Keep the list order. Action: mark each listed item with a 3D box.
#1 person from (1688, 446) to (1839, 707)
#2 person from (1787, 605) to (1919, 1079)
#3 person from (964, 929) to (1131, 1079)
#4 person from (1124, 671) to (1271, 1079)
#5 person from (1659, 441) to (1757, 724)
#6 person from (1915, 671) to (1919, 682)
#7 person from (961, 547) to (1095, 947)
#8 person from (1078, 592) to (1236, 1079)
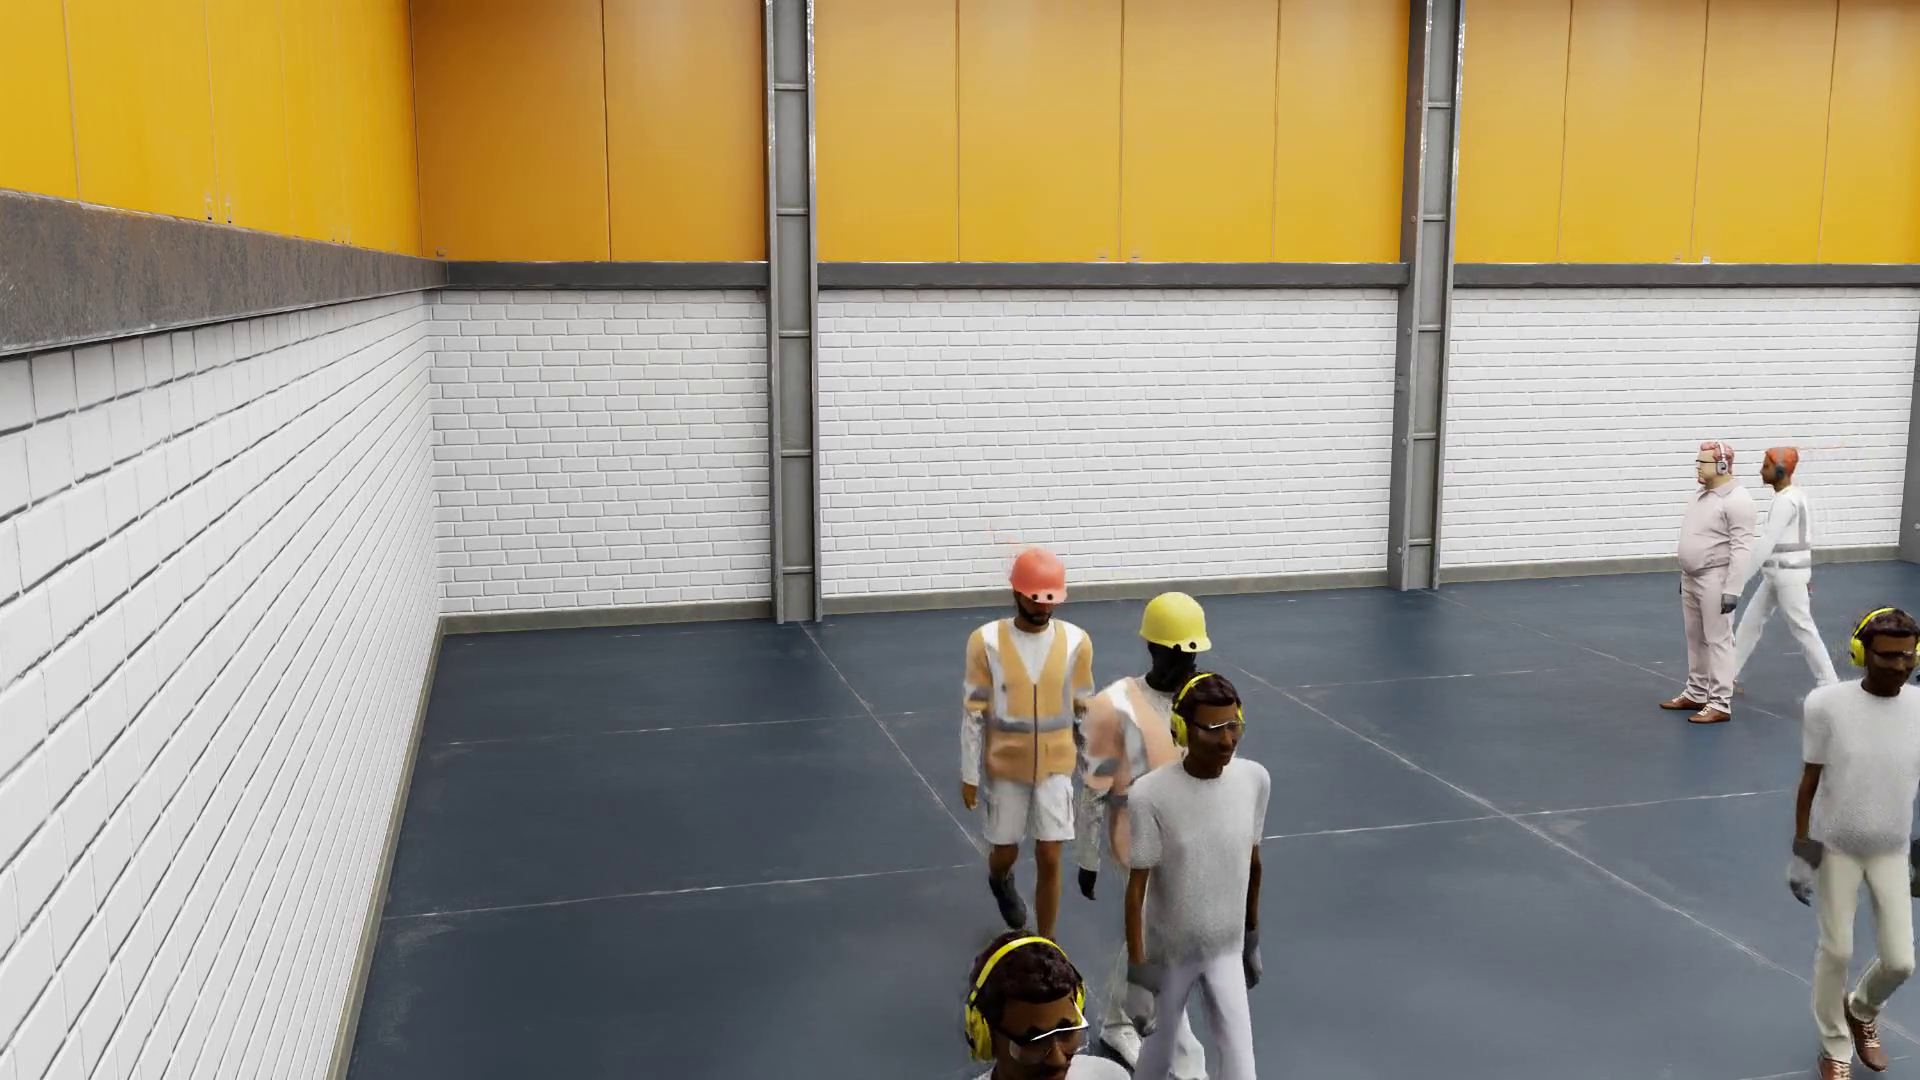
[{"bbox_3d":[5.769,0.257,11.704,1.018,1.830,0.579,4,10,25],"label":"person"},{"bbox_3d":[3.307,1.144,6.100,0.523,1.848,0.419,2,9,13],"label":"person"},{"bbox_3d":[0.135,1.611,3.259,0.535,1.829,0.964,-6,11,-32],"label":"person"},{"bbox_3d":[0.763,1.306,5.141,0.553,1.819,0.991,-3,10,-17],"label":"person"},{"bbox_3d":[5.066,0.282,11.281,0.408,1.906,0.654,-1,9,-5],"label":"person"},{"bbox_3d":[7.448,0.200,12.138,0.962,1.795,0.535,-5,10,-29],"label":"person"},{"bbox_3d":[0.286,0.941,7.196,0.592,1.905,0.718,-1,9,-7],"label":"person"},{"bbox_3d":[0.785,1.129,6.030,0.597,1.883,0.960,-5,10,-29],"label":"person"}]
